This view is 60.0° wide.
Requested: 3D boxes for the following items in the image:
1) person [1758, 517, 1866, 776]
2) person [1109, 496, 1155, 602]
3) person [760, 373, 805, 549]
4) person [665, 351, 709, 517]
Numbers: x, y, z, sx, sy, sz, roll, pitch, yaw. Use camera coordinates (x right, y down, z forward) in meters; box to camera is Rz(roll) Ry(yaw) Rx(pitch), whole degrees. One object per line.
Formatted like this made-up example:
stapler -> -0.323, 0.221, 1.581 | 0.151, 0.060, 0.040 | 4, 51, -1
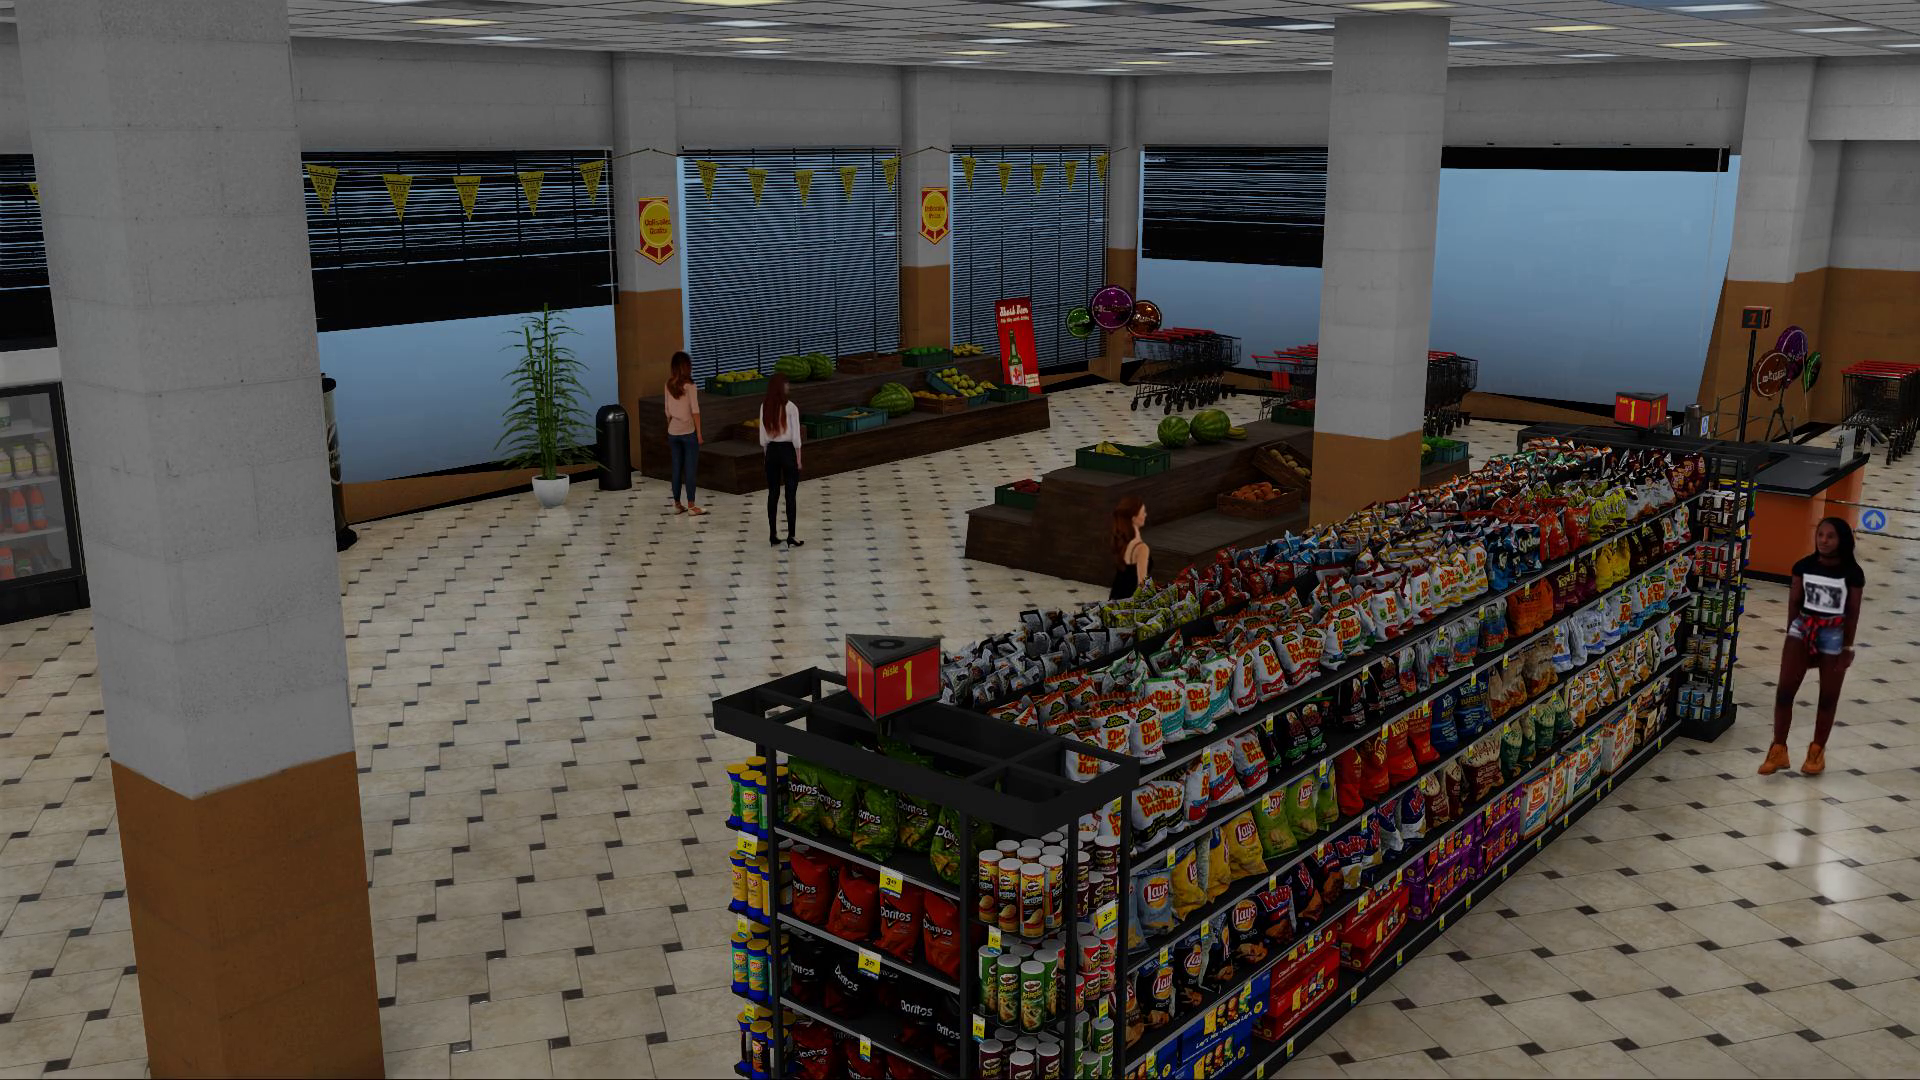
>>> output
person -> 5.561, 0.680, 10.689 | 0.584, 1.710, 0.763 | 11, 18, 39
person -> 1.121, 0.490, 11.718 | 1.109, 1.595, 0.794 | -8, 16, -29
person -> -1.791, -0.802, 16.694 | 0.650, 1.760, 0.591 | 6, 15, 22
person -> -3.014, -1.162, 18.109 | 0.624, 1.793, 0.580 | 7, 15, 28
